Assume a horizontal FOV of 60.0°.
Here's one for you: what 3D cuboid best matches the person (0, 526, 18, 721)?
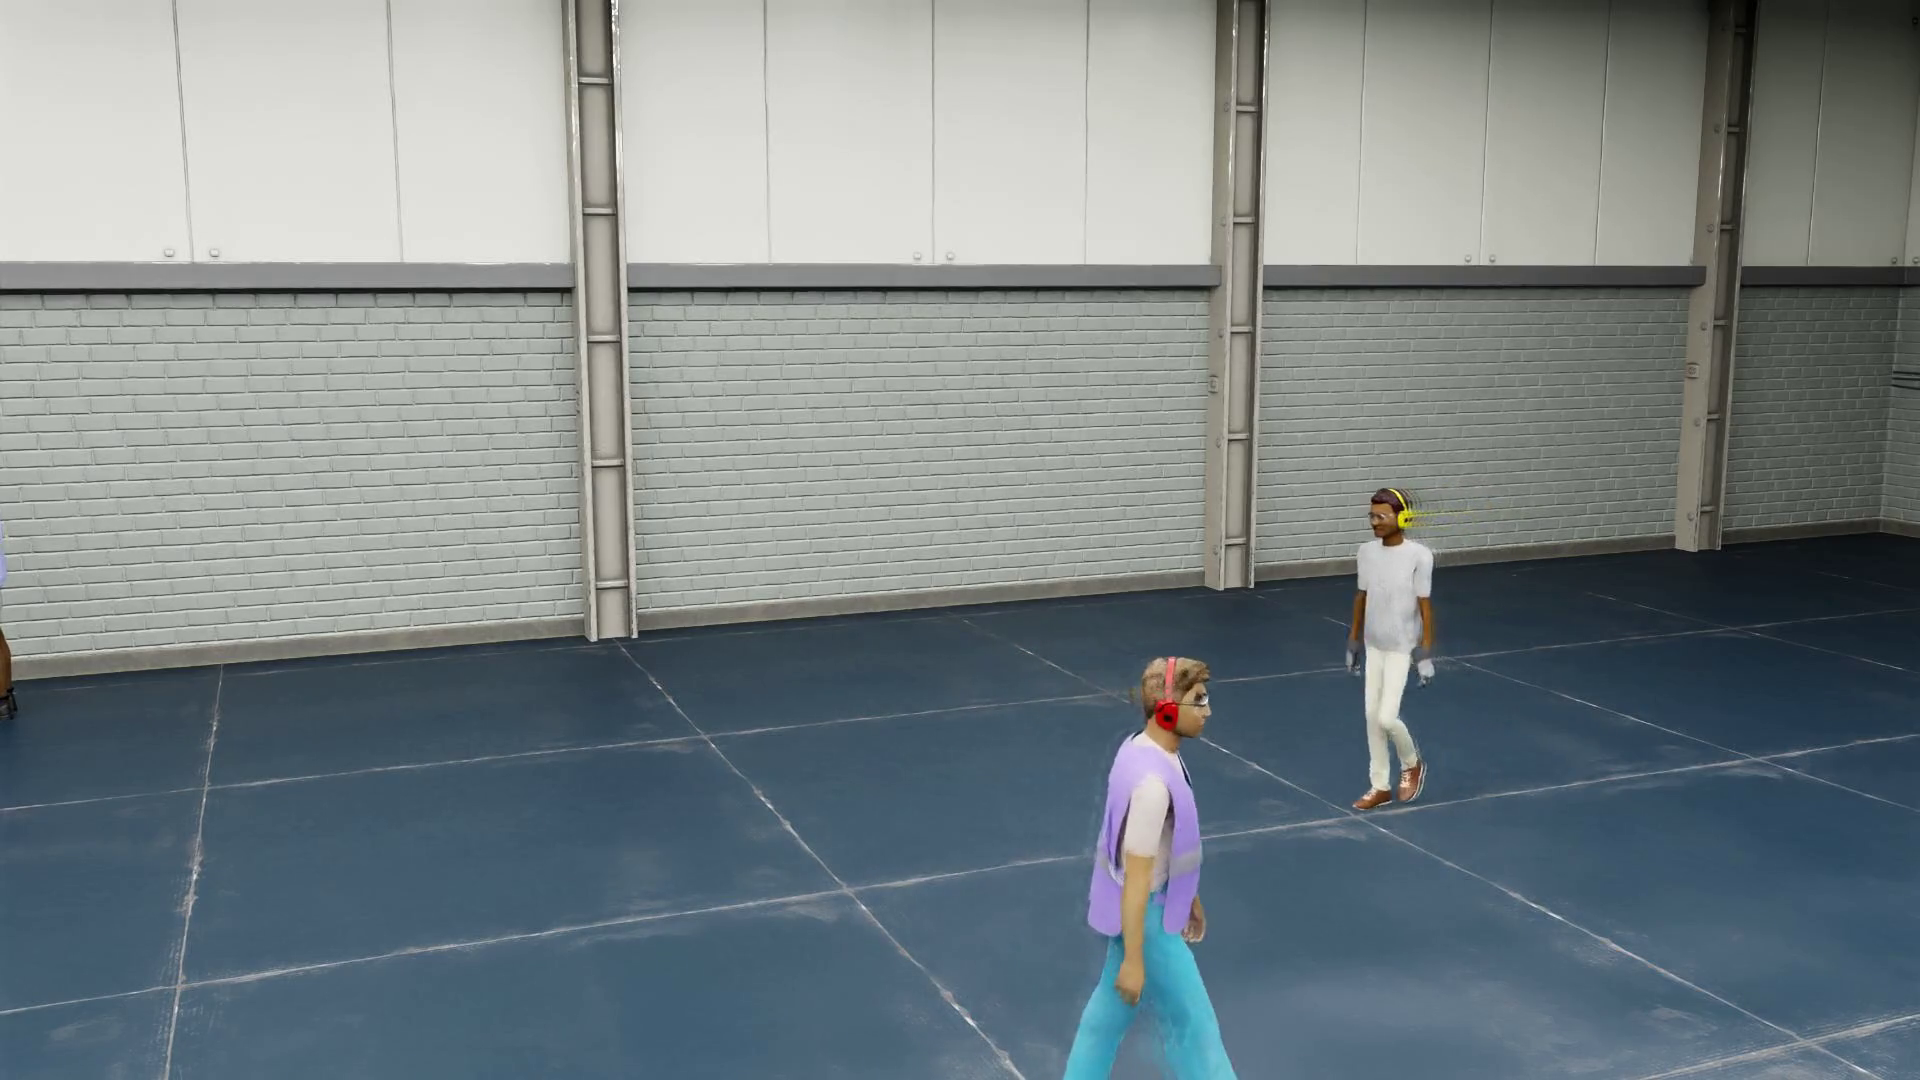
[{"bbox_3d":[-6.687,0.280,11.282,0.375,1.935,0.550,-3,10,-20],"label":"person"}]

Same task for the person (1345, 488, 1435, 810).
[{"bbox_3d":[2.412,0.623,9.389,0.415,1.852,0.546,-7,11,-37],"label":"person"}]

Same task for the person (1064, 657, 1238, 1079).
[{"bbox_3d":[0.732,1.266,5.511,0.950,1.792,0.594,1,9,5],"label":"person"}]
